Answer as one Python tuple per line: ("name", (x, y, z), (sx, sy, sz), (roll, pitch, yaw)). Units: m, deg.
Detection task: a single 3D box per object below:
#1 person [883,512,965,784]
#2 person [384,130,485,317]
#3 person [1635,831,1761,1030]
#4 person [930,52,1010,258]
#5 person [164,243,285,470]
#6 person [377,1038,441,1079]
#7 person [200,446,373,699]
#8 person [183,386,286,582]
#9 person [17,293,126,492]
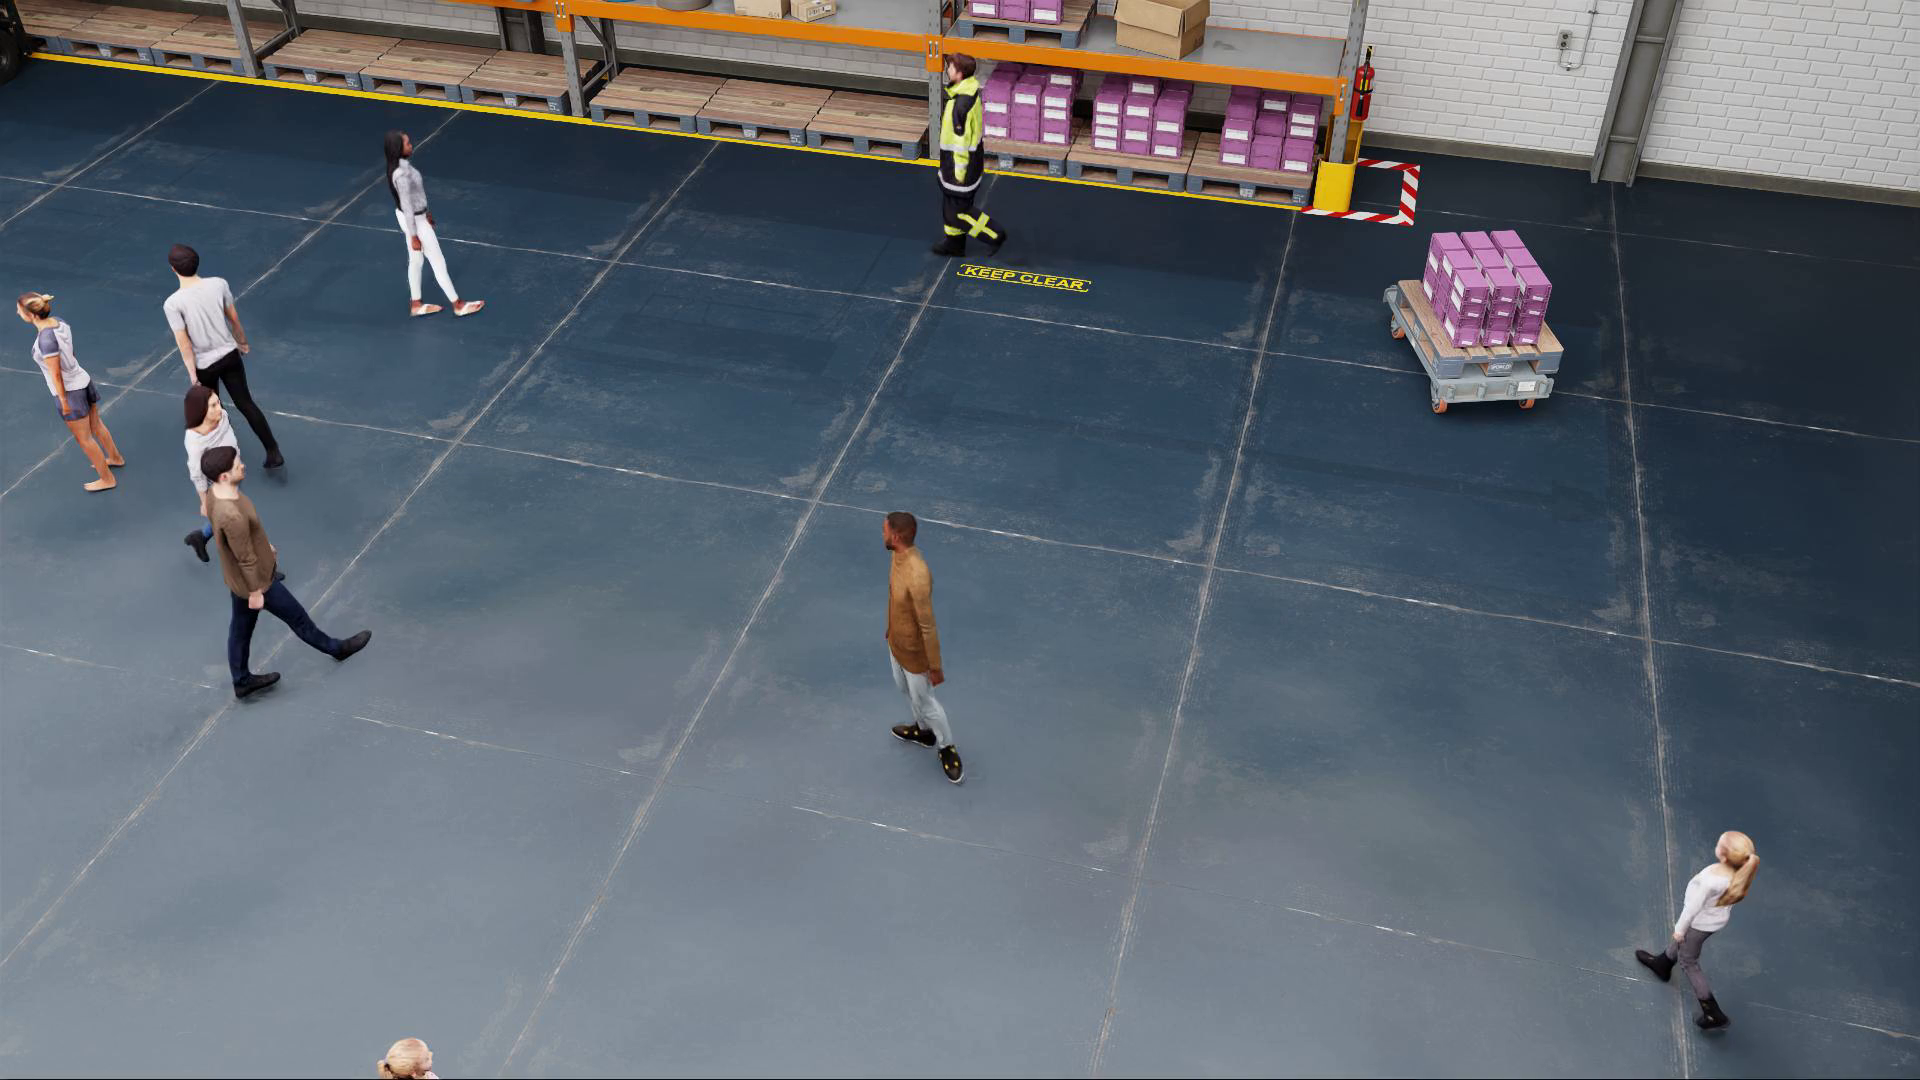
("person", (-0.229, 0.635, 9.969), (0.883, 1.790, 0.891), (-22, 43, -25))
("person", (-4.705, -2.662, 14.161), (0.981, 1.710, 0.876), (-11, 40, -14))
("person", (3.918, 2.020, 8.659), (0.837, 1.261, 0.898), (-20, 43, -23))
("person", (0.092, -3.392, 14.871), (1.021, 1.966, 0.842), (5, 39, 6))
("person", (-5.485, -1.304, 12.365), (1.297, 1.832, 1.045), (29, 47, 32))
("person", (-2.486, 2.764, 7.724), (0.710, 1.266, 0.657), (-25, 45, -28))
("person", (-4.519, 0.256, 10.409), (1.163, 1.834, 1.163), (-24, 45, -27))
("person", (-5.137, -0.367, 11.374), (0.992, 1.603, 0.675), (6, 39, 8))
("person", (-6.565, -1.118, 12.301), (0.646, 1.620, 0.637), (-6, 39, -8))
